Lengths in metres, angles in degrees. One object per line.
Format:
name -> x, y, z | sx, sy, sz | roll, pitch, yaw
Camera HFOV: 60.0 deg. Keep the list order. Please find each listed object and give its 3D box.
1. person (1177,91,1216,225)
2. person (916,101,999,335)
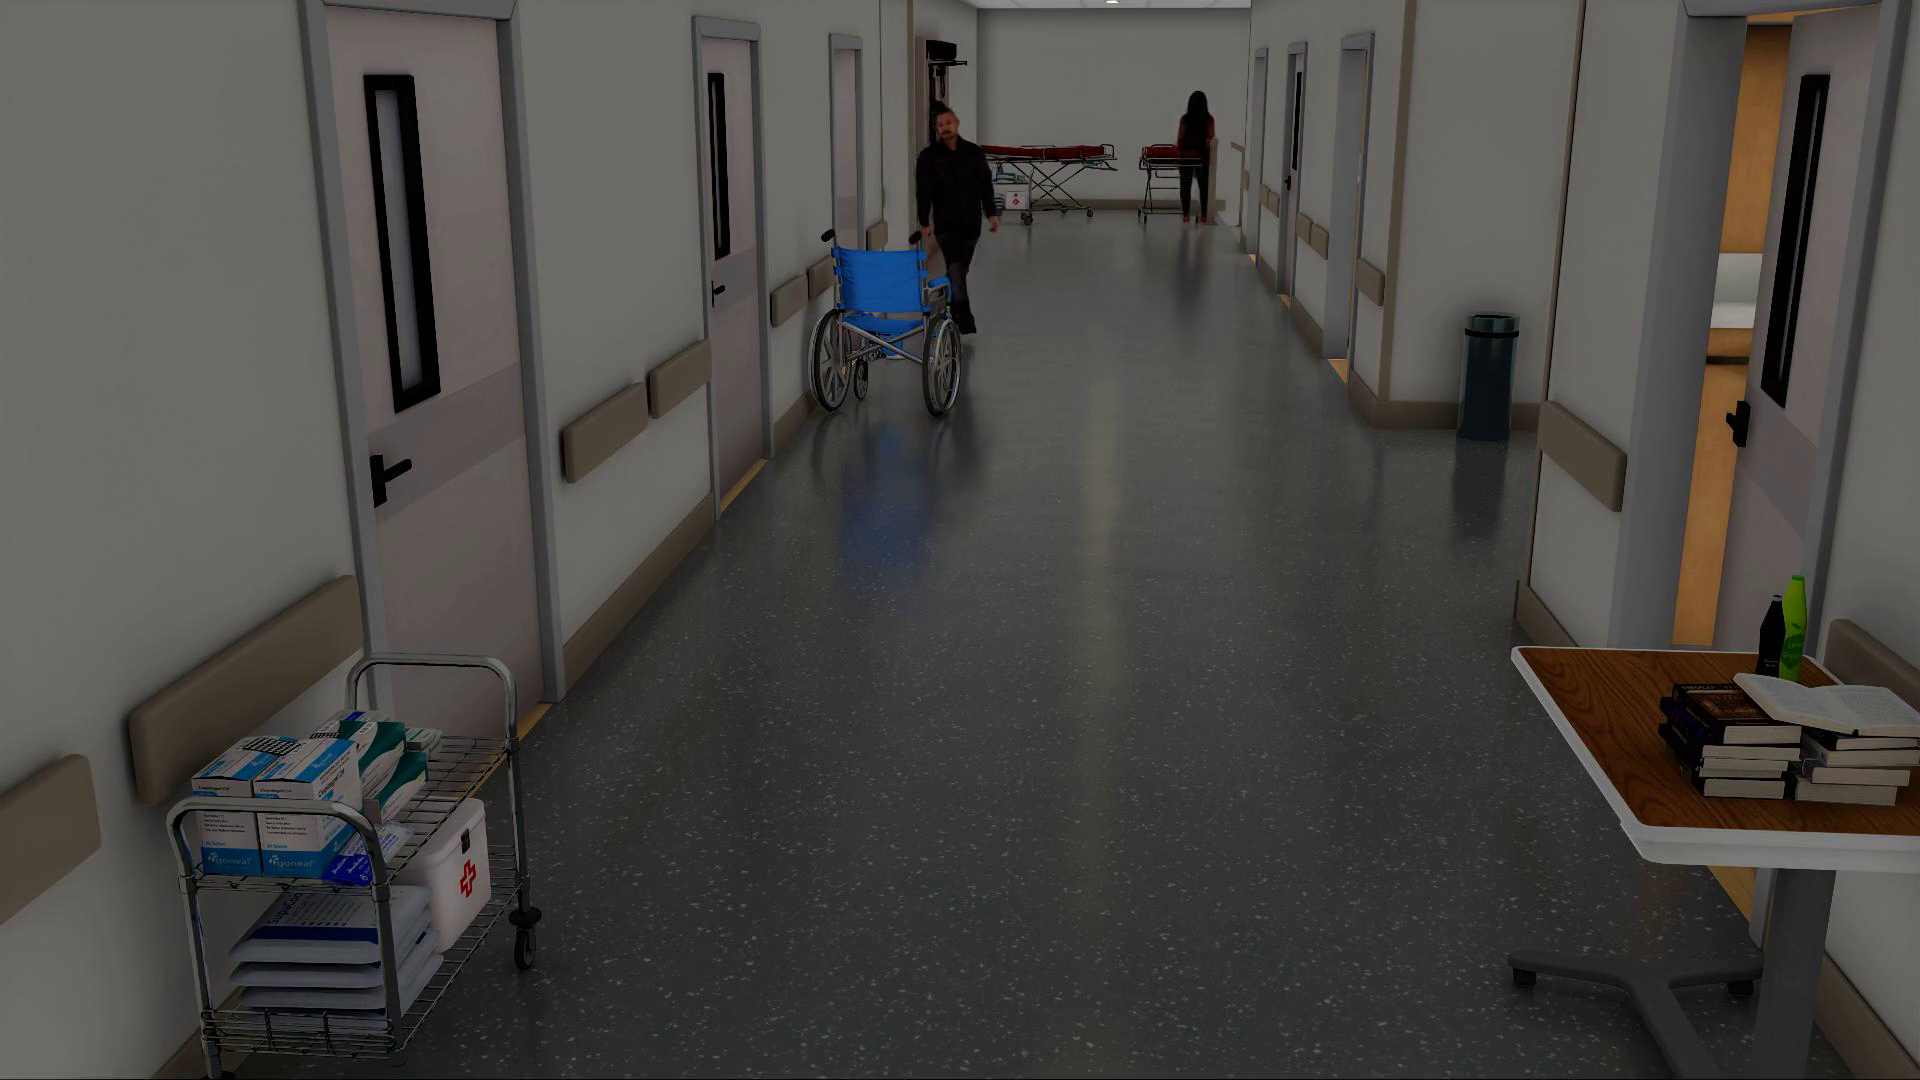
person -> 3.262, -5.320, 23.160 | 0.682, 1.810, 0.629 | 2, 16, 8
person -> -0.064, -2.587, 13.470 | 1.119, 1.806, 1.309 | -7, 17, -23
